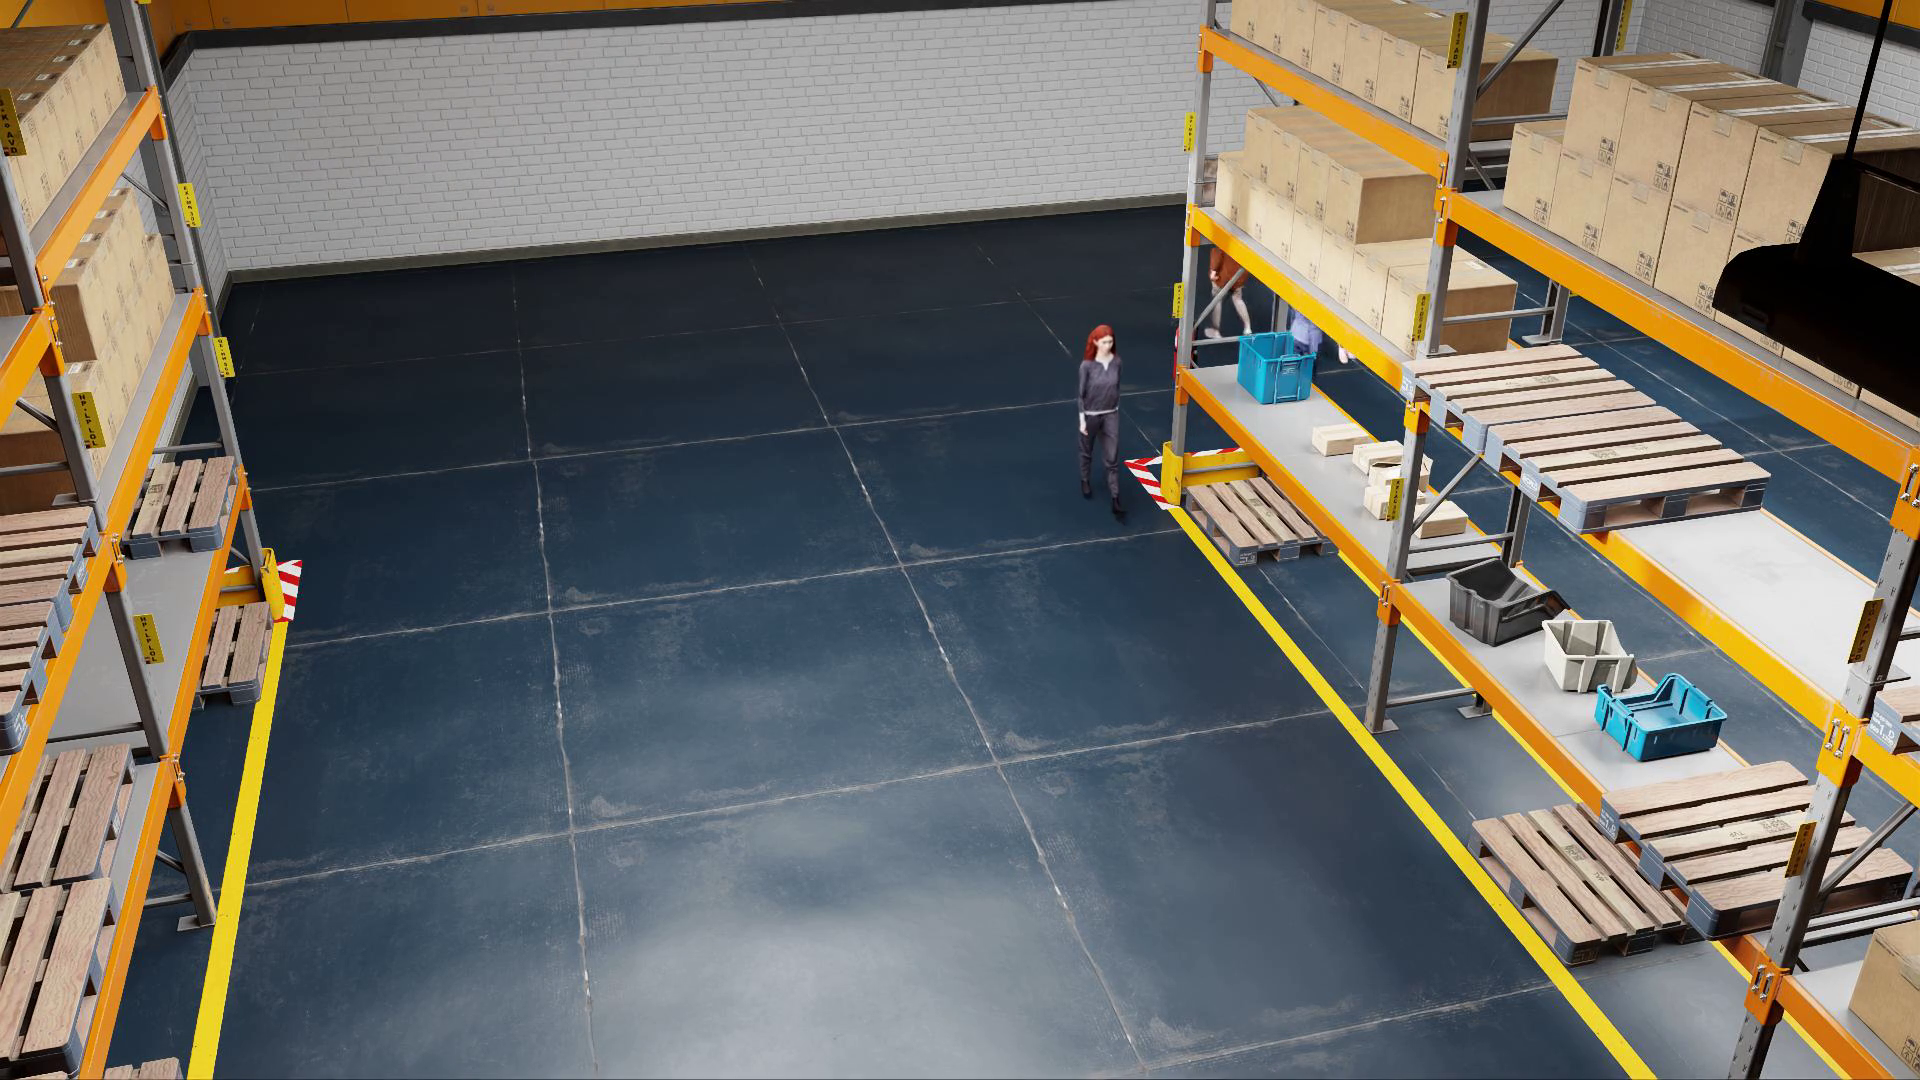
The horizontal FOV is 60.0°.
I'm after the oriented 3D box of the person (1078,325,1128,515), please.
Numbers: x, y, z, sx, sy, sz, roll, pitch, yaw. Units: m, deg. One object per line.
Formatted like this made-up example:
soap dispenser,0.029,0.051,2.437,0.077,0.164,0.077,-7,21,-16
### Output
person,1.222,-1.141,15.196,0.629,1.729,1.127,-5,29,-10
